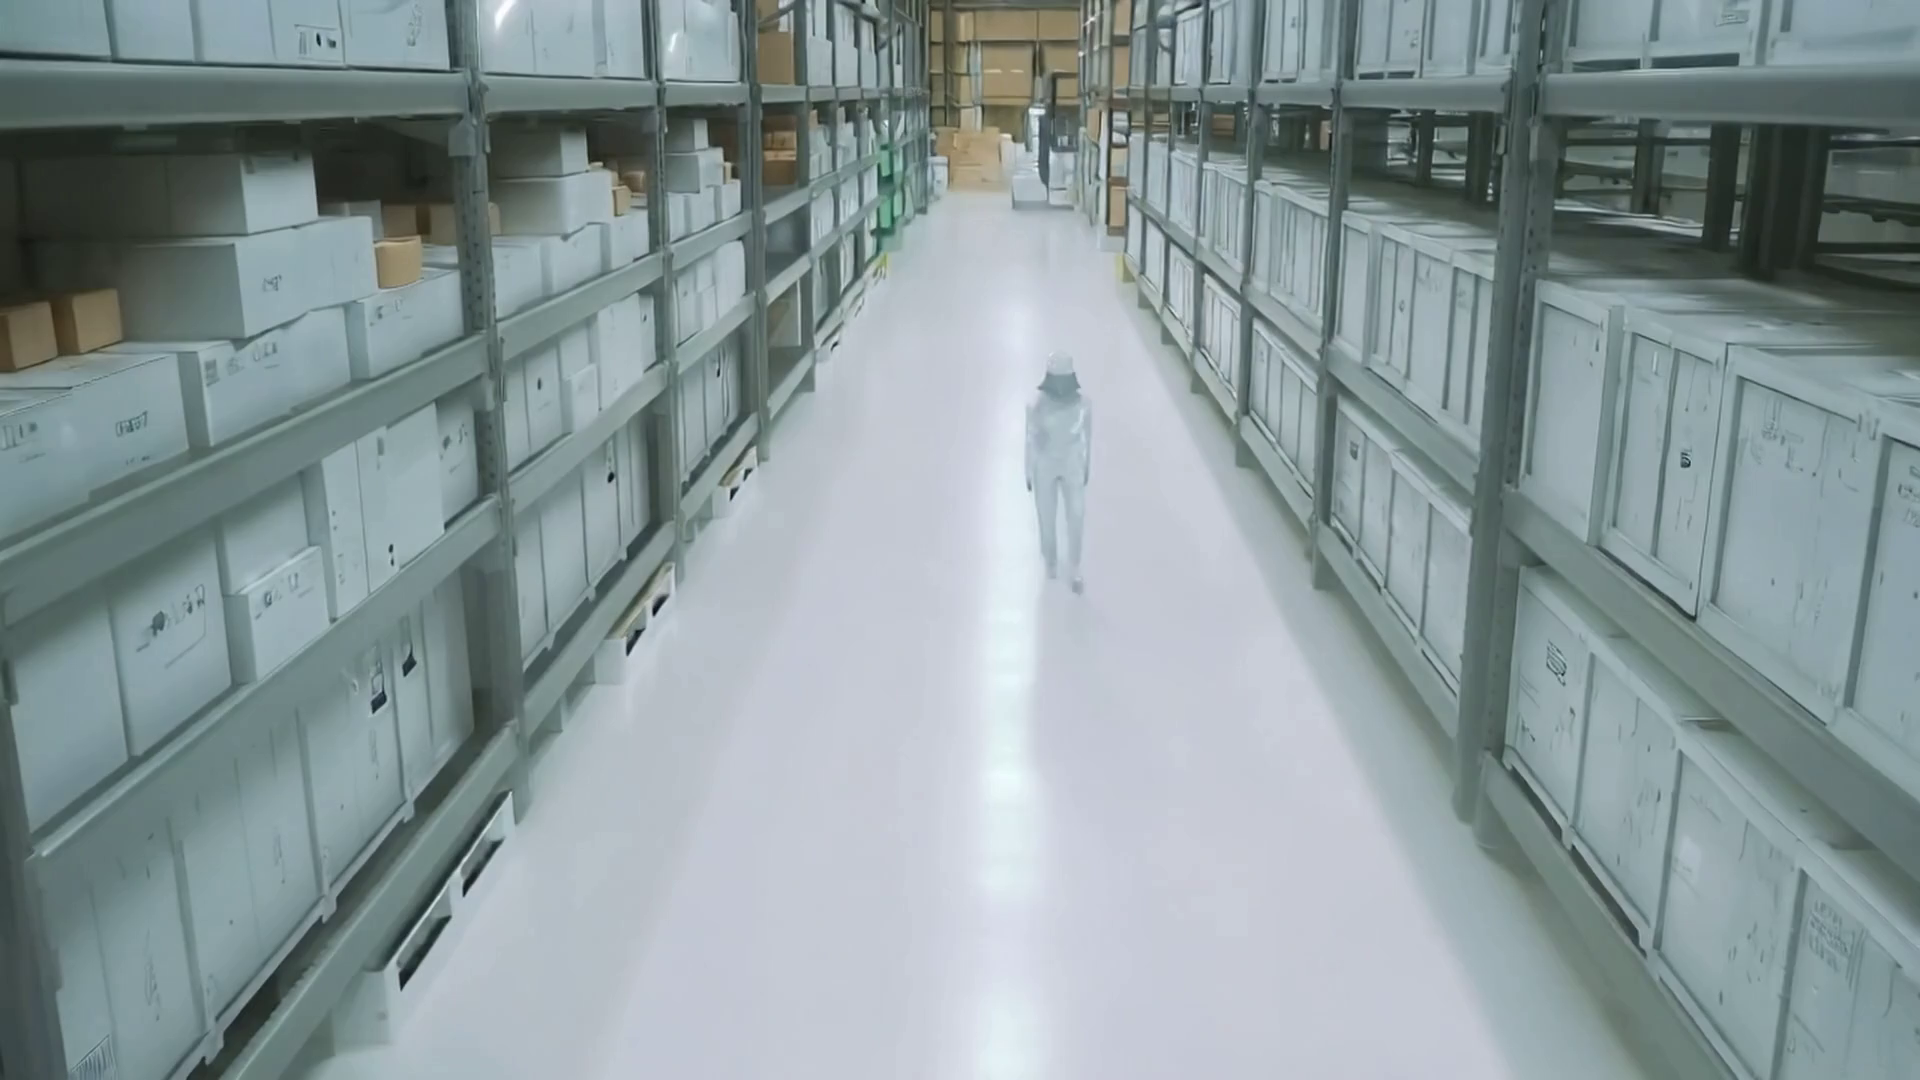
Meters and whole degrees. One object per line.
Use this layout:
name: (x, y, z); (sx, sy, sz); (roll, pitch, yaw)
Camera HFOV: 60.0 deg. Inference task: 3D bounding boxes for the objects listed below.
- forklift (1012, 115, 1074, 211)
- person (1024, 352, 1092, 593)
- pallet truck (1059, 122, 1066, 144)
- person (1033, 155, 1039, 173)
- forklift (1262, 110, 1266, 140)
forklift: (2.502, -11.339, 49.981); (1.873, 2.768, 1.129); (0, 15, 2)
person: (0.701, -0.475, 11.780); (0.501, 1.695, 0.881); (-1, 15, -5)
pallet truck: (5.788, -21.111, 88.014); (1.885, 1.965, 0.823); (5, 16, 18)
person: (2.489, -11.144, 51.610); (0.522, 1.638, 0.311); (-8, 17, -28)
forklift: (11.736, -15.519, 65.532); (1.873, 2.768, 1.129); (0, 15, 2)
